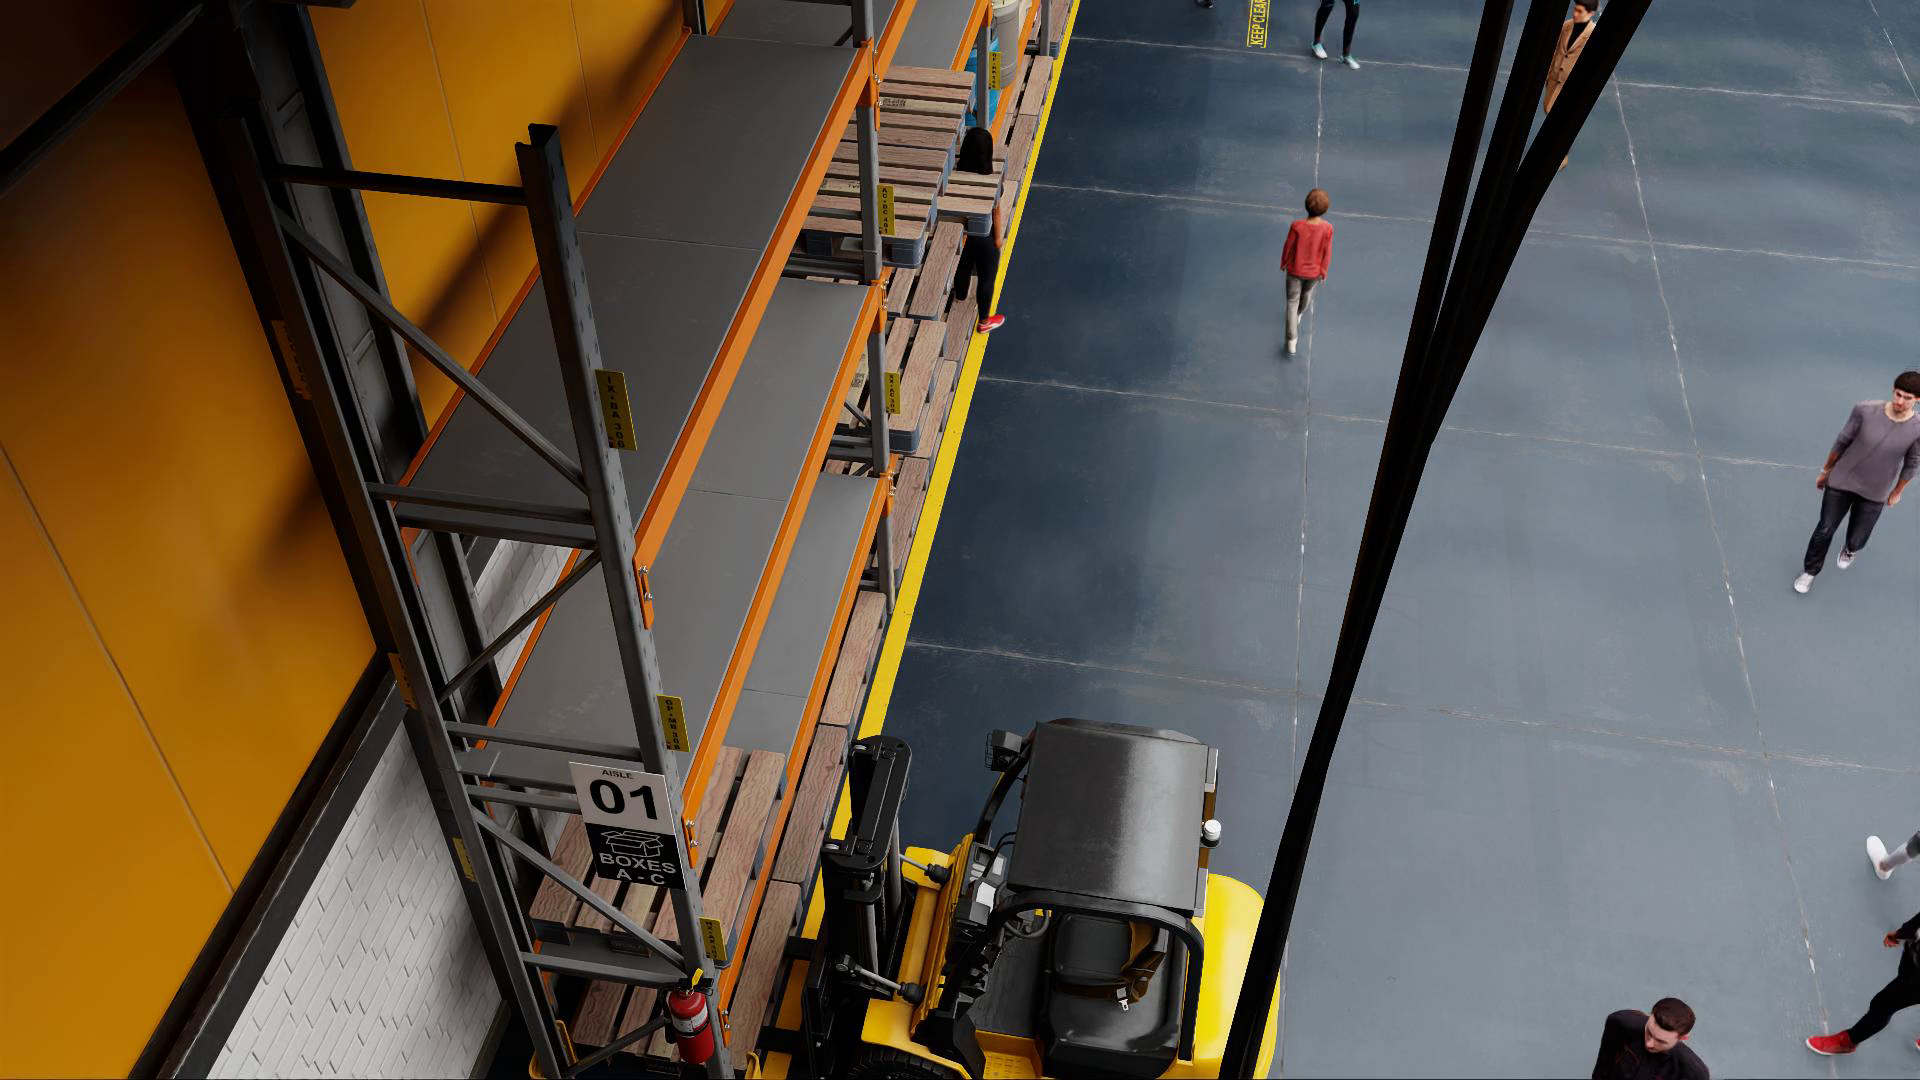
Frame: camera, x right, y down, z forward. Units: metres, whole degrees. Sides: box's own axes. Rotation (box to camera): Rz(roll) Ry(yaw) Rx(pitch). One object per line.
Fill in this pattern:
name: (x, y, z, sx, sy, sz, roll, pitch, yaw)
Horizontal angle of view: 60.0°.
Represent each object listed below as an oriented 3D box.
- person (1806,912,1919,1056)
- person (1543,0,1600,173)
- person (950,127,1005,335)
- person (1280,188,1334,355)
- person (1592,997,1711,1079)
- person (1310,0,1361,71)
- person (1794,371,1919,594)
person: (5.141, 2.225, 8.683, 0.649, 1.645, 0.957, 7, 44, 7)
person: (5.669, -4.267, 15.443, 0.819, 1.721, 0.743, -20, 47, -20)
person: (0.131, -2.524, 13.545, 0.766, 1.816, 0.789, 32, 52, 29)
person: (2.788, -2.159, 13.473, 0.580, 1.386, 0.945, 4, 44, 4)
person: (3.256, 2.729, 7.996, 1.299, 1.862, 1.159, -32, 52, -29)
person: (3.823, -5.758, 16.961, 0.944, 1.785, 1.052, -18, 47, -18)
person: (6.155, -0.421, 11.322, 0.879, 1.837, 0.958, 29, 51, 27)
